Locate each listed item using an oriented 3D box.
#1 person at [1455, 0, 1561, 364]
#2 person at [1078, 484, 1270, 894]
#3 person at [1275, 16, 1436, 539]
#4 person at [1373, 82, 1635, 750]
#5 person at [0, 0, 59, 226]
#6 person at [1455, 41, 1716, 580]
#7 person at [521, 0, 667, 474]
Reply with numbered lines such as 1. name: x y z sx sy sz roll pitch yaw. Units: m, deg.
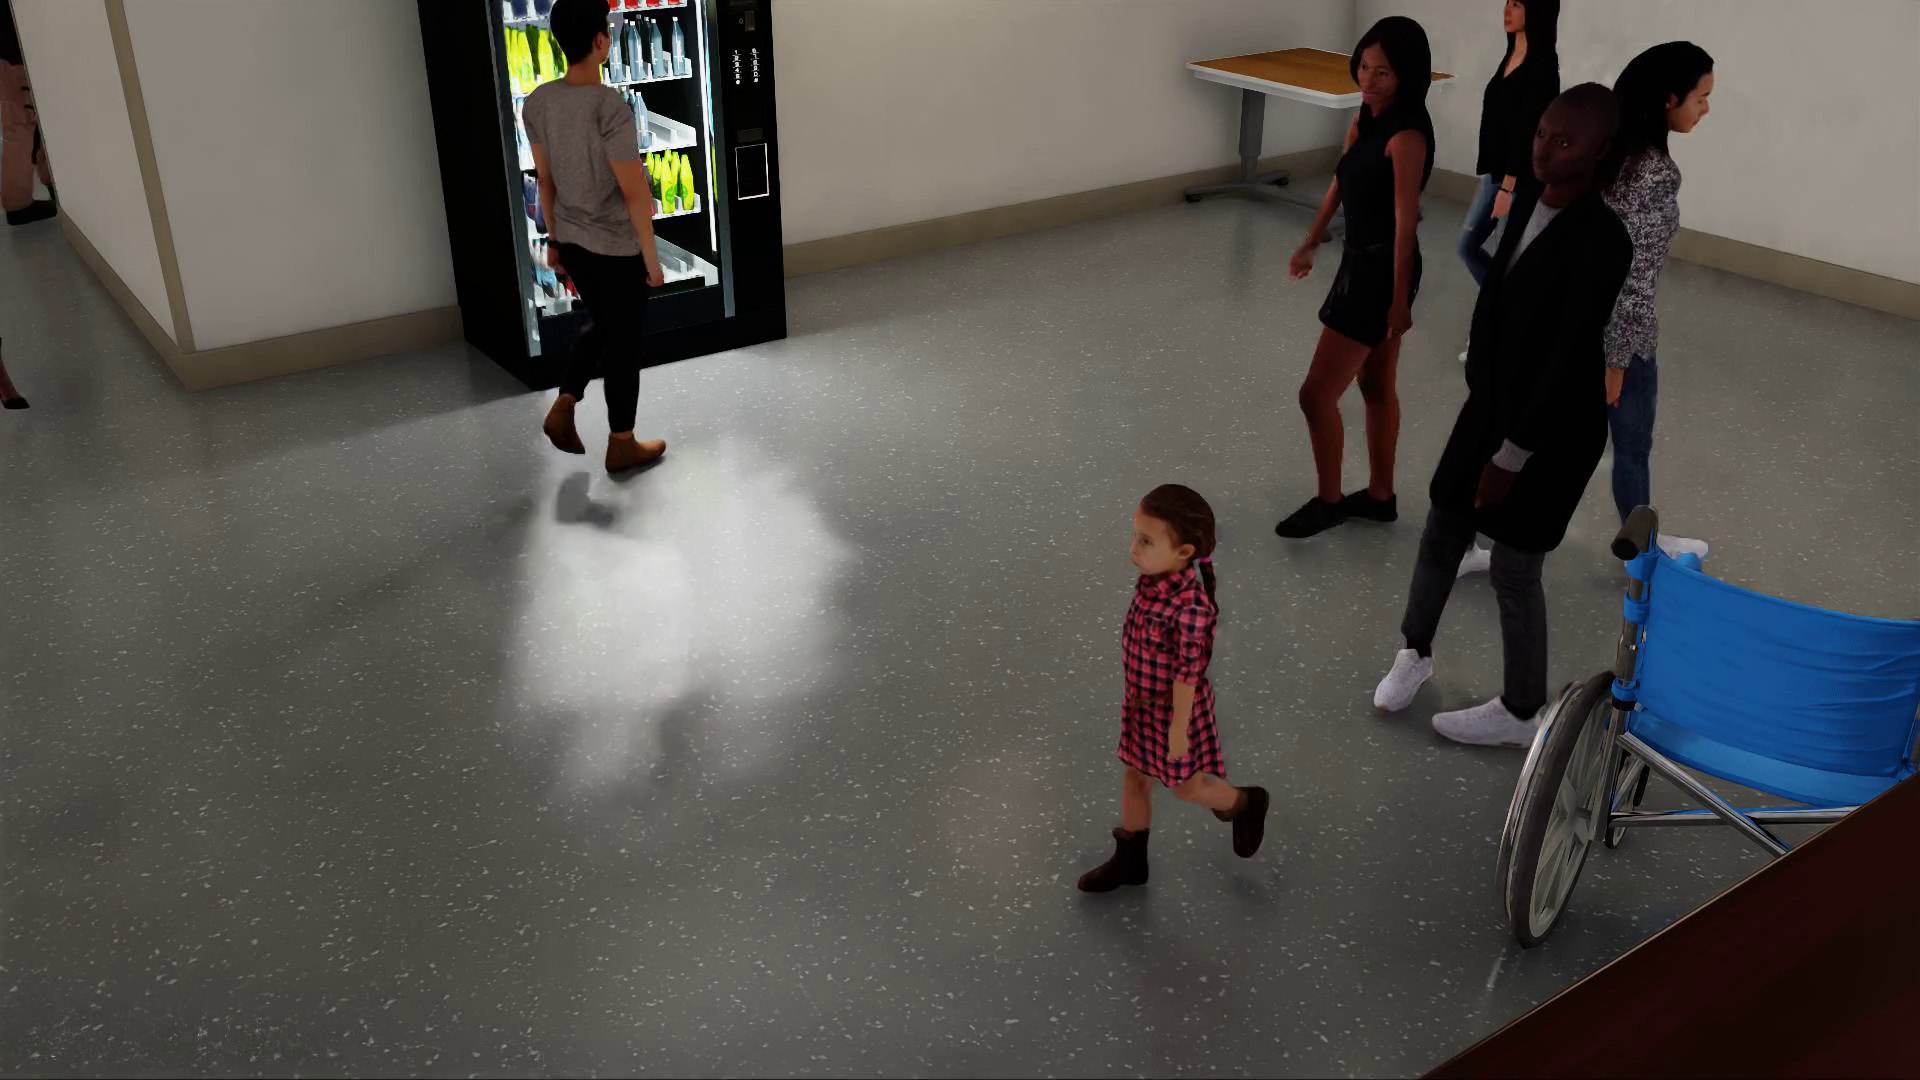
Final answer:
1. person: 2.389 -1.522 6.959 0.697 1.633 0.663 -4 26 -9
2. person: 0.513 0.358 3.776 0.723 1.009 0.494 -11 28 -22
3. person: 1.409 -0.786 5.335 0.895 1.717 0.856 3 26 5
4. person: 1.497 -0.262 4.213 0.789 1.748 0.796 -2 26 -3
5. person: -5.212 -2.651 8.994 0.915 1.898 1.033 12 28 23
6. person: 1.805 -0.594 4.976 1.185 1.683 0.961 -10 27 -19
7. person: -1.322 -1.022 5.831 0.731 1.711 0.810 17 30 31
